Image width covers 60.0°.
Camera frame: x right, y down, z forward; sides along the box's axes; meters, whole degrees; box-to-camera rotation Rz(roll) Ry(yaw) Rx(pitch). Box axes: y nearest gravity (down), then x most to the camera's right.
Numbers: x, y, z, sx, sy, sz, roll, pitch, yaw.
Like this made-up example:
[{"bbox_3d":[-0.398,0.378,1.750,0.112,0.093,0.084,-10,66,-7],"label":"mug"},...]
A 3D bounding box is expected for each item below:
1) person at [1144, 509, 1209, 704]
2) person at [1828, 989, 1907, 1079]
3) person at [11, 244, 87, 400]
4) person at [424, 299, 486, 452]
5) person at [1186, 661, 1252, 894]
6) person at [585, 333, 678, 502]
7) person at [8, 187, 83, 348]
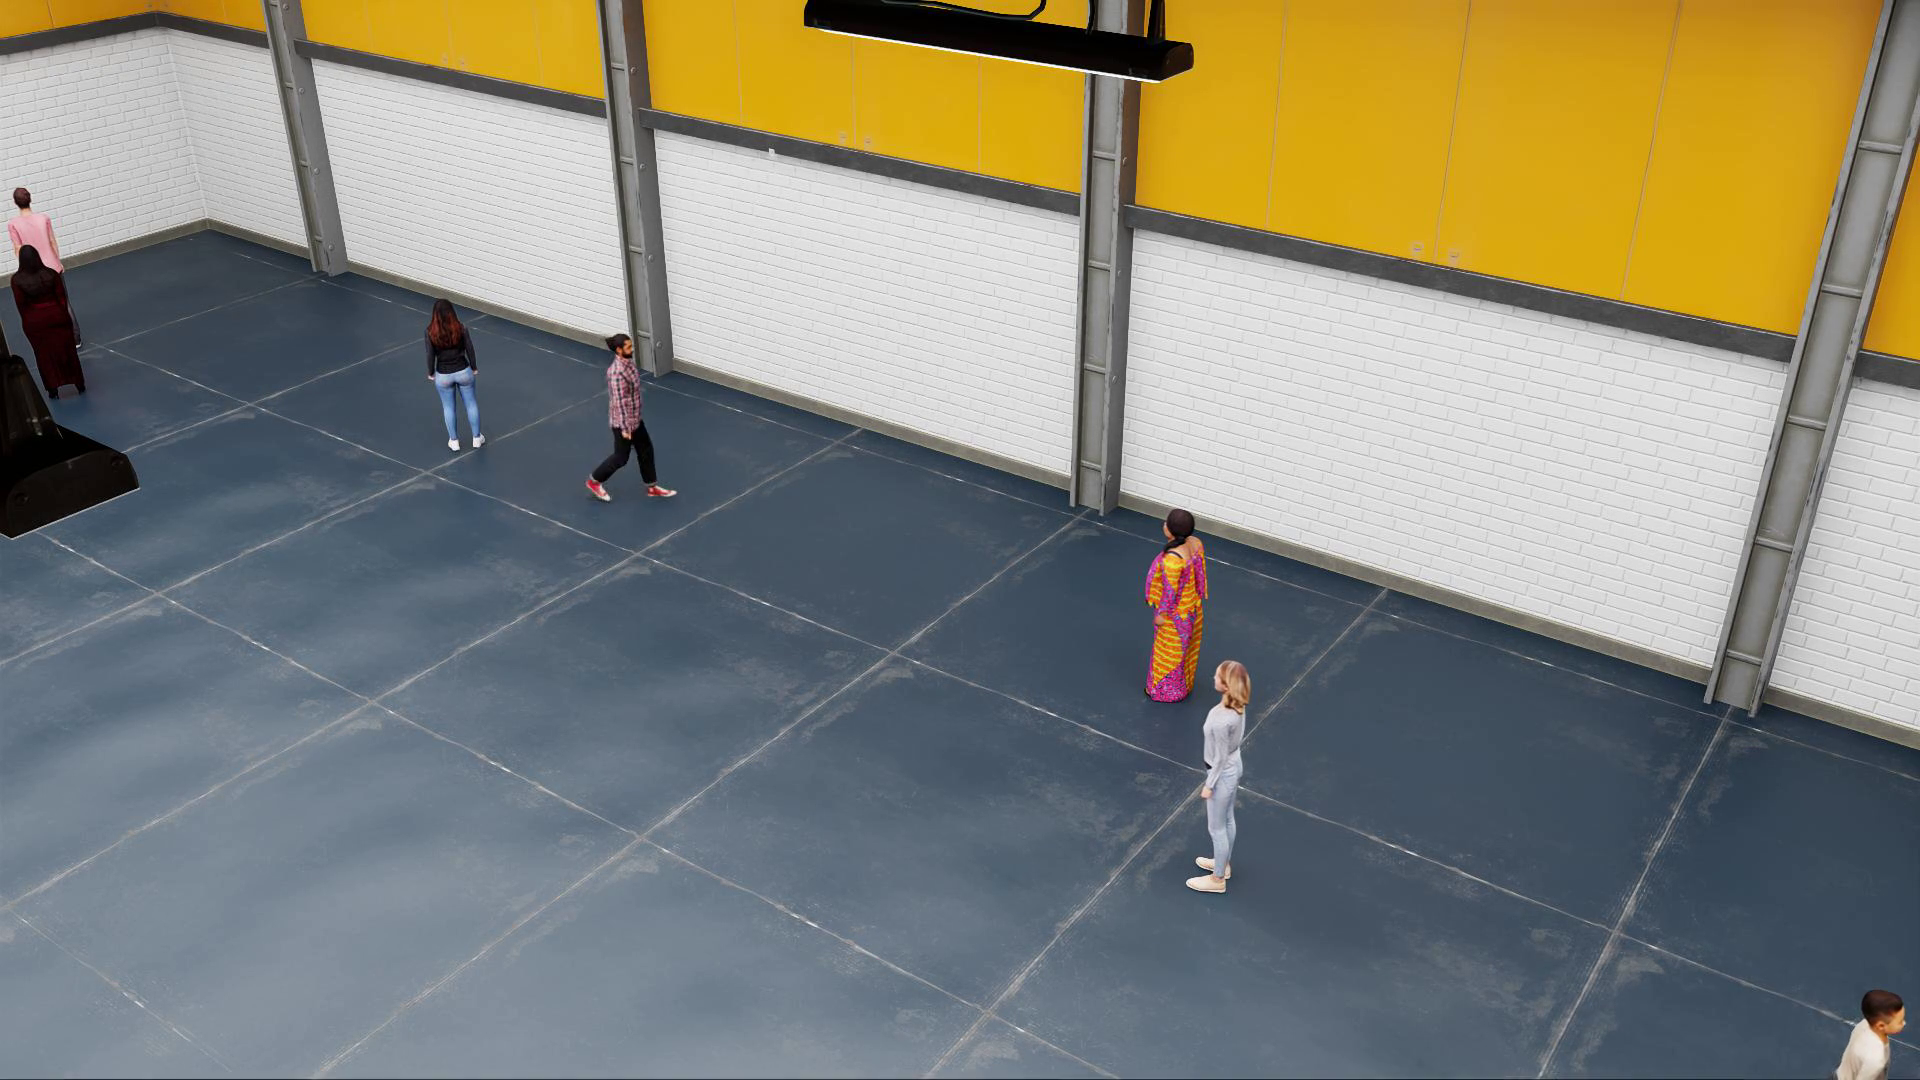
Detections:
[{"bbox_3d":[1.687,0.479,13.159,0.659,1.686,0.651,16,32,27],"label":"person"},{"bbox_3d":[4.686,2.949,8.882,1.064,1.445,0.753,8,30,15],"label":"person"},{"bbox_3d":[-10.093,-2.416,18.391,0.737,1.758,0.714,-19,34,-31],"label":"person"},{"bbox_3d":[-5.253,-1.724,17.252,0.730,1.634,0.762,-8,30,-15],"label":"person"},{"bbox_3d":[1.749,1.566,11.051,0.576,1.796,0.629,12,31,20],"label":"person"},{"bbox_3d":[-3.315,-1.176,16.125,1.244,1.750,1.080,2,29,4],"label":"person"},{"bbox_3d":[-10.808,-3.180,19.582,0.671,1.957,0.607,-25,37,-37],"label":"person"}]
